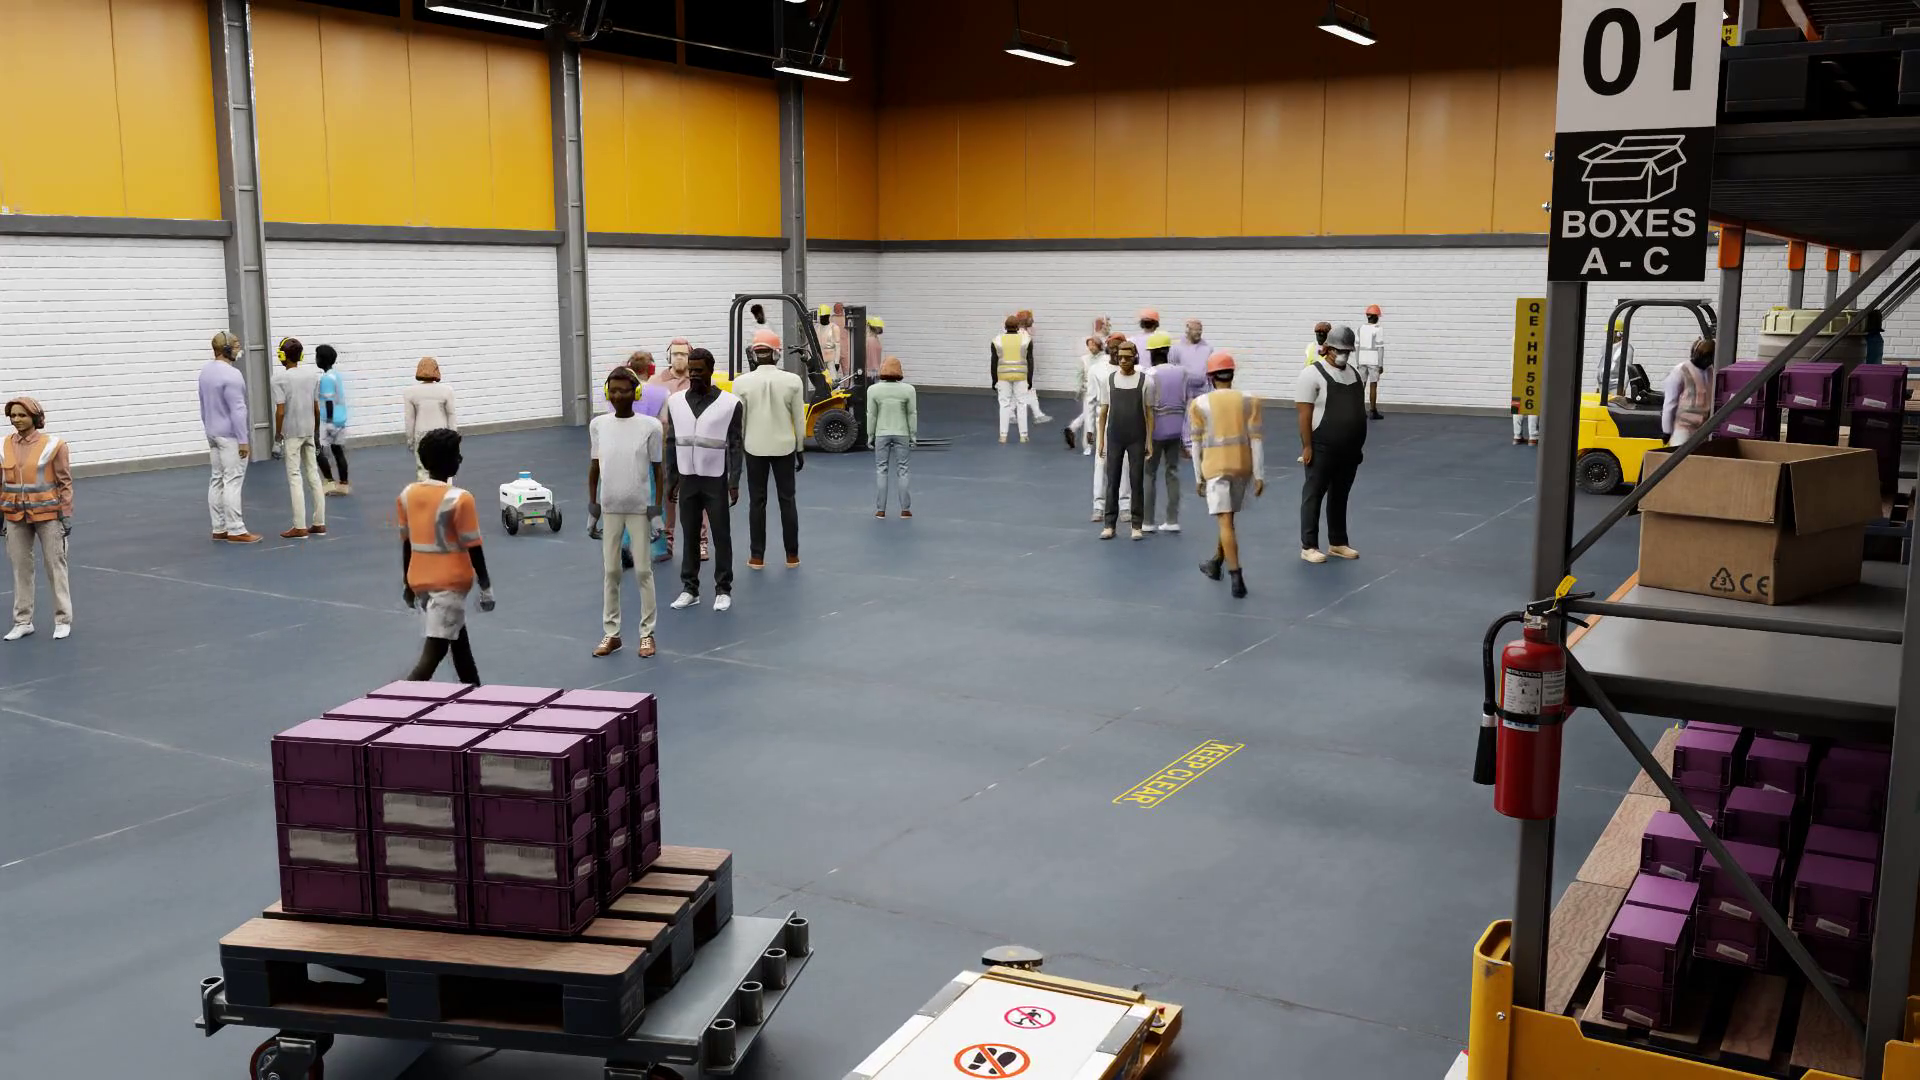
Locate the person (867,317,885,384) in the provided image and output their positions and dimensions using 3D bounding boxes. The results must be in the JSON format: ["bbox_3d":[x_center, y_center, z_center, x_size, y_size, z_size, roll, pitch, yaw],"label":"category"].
[{"bbox_3d":[-1.308,-2.783,27.314,0.812,1.730,0.555,1,9,9],"label":"person"}]

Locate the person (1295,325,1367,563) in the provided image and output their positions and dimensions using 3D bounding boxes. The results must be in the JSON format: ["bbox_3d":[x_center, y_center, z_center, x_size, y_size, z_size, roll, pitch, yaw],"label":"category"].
[{"bbox_3d":[3.219,-0.831,14.209,0.674,2.000,0.535,-5,11,-30],"label":"person"}]

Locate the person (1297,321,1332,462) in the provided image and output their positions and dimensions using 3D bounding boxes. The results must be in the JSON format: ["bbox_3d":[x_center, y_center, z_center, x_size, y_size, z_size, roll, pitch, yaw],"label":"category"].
[{"bbox_3d":[4.672,-1.901,21.515,0.622,1.842,0.429,9,13,44],"label":"person"}]

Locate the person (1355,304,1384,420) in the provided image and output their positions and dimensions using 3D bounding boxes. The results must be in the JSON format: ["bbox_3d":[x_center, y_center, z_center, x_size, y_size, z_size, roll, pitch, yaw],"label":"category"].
[{"bbox_3d":[6.921,-2.998,28.051,0.375,1.939,0.546,-8,12,-39],"label":"person"}]

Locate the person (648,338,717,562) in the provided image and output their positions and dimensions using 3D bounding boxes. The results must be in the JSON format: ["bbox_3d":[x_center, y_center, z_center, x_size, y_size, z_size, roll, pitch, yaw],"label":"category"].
[{"bbox_3d":[-2.378,-0.763,14.202,0.642,1.908,0.409,-1,9,-4],"label":"person"}]

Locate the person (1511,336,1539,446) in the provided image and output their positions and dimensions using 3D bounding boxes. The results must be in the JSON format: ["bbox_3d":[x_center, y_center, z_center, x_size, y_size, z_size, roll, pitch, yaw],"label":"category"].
[{"bbox_3d":[8.163,-2.312,23.771,0.354,1.937,0.635,-6,11,-33],"label":"person"}]

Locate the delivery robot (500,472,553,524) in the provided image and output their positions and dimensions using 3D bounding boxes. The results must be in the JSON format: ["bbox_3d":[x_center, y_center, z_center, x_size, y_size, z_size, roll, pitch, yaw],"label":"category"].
[{"bbox_3d":[-4.154,-0.409,15.904,0.477,0.478,0.707,-5,11,-30],"label":"delivery robot"}]

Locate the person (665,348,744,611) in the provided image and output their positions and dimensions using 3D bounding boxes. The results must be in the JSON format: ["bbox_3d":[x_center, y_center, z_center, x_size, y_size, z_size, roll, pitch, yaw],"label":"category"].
[{"bbox_3d":[-1.869,-0.445,12.176,0.593,1.920,0.391,2,9,12],"label":"person"}]

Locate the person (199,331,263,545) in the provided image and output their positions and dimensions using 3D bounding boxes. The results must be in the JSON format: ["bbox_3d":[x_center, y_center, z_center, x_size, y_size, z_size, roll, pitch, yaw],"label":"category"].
[{"bbox_3d":[-6.646,-0.921,15.087,0.632,1.938,0.359,8,12,40],"label":"person"}]

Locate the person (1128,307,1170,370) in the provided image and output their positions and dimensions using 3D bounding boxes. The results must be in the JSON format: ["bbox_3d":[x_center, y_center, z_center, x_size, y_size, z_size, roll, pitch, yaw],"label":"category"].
[{"bbox_3d":[2.432,-1.992,21.520,0.613,2.027,0.481,4,10,23],"label":"person"}]

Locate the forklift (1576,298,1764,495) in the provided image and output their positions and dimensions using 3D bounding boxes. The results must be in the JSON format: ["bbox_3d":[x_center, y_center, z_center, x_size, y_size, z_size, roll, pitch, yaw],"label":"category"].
[{"bbox_3d":[7.954,-1.589,18.462,2.313,2.155,1.214,5,11,30],"label":"forklift"}]

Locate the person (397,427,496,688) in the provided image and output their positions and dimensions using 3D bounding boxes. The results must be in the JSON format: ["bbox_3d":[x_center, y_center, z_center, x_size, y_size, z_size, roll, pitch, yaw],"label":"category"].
[{"bbox_3d":[-2.742,0.230,8.796,0.542,1.651,0.884,7,11,35],"label":"person"}]

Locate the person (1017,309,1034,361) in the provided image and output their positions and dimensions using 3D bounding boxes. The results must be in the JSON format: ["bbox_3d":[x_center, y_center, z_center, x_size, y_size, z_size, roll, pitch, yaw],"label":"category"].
[{"bbox_3d":[1.219,-3.601,32.356,0.525,1.769,0.313,7,11,37],"label":"person"}]

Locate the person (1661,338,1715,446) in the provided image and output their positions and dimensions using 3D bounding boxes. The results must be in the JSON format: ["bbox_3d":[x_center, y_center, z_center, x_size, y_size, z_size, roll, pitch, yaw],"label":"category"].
[{"bbox_3d":[7.365,-1.121,16.727,0.657,1.820,0.433,-4,10,-25],"label":"person"}]

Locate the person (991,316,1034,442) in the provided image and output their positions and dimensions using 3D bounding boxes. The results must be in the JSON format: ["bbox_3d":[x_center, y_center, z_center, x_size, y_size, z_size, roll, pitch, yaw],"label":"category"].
[{"bbox_3d":[0.760,-2.336,24.220,0.622,1.845,0.430,1,9,4],"label":"person"}]

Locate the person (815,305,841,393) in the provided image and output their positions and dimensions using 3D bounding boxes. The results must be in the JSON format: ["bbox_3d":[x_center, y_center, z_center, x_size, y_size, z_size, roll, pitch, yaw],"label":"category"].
[{"bbox_3d":[-2.355,-3.202,29.430,0.600,1.913,0.430,9,13,44],"label":"person"}]

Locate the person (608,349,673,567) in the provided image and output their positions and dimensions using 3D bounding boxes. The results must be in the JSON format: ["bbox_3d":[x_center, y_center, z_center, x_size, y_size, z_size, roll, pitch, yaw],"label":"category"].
[{"bbox_3d":[-2.668,-0.682,13.954,0.574,1.826,0.720,2,9,12],"label":"person"}]

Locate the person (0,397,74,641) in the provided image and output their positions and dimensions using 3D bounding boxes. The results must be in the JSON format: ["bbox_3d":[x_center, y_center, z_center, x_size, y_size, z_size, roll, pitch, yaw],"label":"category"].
[{"bbox_3d":[-6.214,-0.144,11.162,0.514,1.642,0.310,-1,9,-5],"label":"person"}]

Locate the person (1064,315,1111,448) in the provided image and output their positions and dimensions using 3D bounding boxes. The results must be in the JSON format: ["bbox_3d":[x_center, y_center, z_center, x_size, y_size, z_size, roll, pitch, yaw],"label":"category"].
[{"bbox_3d":[1.875,-2.167,23.034,0.764,1.886,0.648,-4,10,-21],"label":"person"}]

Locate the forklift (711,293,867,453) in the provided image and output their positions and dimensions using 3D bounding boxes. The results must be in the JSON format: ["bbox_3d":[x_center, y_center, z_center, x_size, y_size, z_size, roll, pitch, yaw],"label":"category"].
[{"bbox_3d":[-2.458,-2.344,23.176,2.313,2.155,1.214,0,9,-2],"label":"forklift"}]

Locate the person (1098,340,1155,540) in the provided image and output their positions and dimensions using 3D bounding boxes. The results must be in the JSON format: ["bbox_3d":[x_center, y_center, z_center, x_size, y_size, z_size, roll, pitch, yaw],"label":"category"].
[{"bbox_3d":[1.532,-0.914,15.332,0.516,1.843,0.327,2,9,13],"label":"person"}]

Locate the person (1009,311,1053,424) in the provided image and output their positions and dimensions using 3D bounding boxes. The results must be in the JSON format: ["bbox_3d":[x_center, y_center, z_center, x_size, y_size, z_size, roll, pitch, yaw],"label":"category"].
[{"bbox_3d":[1.143,-2.812,27.178,0.901,1.843,0.600,1,9,7],"label":"person"}]

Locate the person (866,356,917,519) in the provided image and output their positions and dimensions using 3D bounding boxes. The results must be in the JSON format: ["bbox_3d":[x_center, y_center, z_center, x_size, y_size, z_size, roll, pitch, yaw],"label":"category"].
[{"bbox_3d":[-0.683,-1.024,16.683,0.507,1.632,0.274,0,9,-2],"label":"person"}]

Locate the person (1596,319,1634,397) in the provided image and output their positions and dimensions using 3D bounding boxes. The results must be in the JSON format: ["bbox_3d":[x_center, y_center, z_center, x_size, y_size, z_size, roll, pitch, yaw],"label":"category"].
[{"bbox_3d":[9.074,-2.162,23.163,0.403,1.833,0.590,-3,10,-19],"label":"person"}]

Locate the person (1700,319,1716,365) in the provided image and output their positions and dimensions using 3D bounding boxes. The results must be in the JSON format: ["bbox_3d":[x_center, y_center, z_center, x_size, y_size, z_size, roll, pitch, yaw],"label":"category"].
[{"bbox_3d":[10.780,-2.252,23.809,0.592,1.814,0.569,-4,10,-25],"label":"person"}]

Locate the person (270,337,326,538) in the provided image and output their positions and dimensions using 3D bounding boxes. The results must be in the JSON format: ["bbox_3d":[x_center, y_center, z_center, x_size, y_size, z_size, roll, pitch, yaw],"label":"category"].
[{"bbox_3d":[-6.166,-0.945,15.448,0.332,1.872,0.514,5,11,30],"label":"person"}]

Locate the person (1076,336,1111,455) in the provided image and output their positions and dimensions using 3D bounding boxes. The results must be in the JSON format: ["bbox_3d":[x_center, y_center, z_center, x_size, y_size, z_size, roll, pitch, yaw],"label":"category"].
[{"bbox_3d":[1.840,-1.933,22.380,0.522,1.625,0.372,8,12,42],"label":"person"}]

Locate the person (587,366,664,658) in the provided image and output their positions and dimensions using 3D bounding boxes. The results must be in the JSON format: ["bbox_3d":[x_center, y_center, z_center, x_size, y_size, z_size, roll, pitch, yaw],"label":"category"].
[{"bbox_3d":[-2.145,-0.177,10.650,0.513,1.875,0.328,1,9,5],"label":"person"}]

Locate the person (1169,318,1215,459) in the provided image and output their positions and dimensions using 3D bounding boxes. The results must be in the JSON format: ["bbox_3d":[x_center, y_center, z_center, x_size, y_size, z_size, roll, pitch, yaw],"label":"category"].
[{"bbox_3d":[3.106,-2.055,22.400,0.638,1.879,0.863,-3,9,-15],"label":"person"}]

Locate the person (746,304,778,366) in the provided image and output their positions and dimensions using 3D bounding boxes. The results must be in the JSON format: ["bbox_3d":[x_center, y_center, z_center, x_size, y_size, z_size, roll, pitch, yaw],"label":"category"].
[{"bbox_3d":[-3.481,-3.261,29.755,0.780,1.925,0.409,-8,12,-43],"label":"person"}]

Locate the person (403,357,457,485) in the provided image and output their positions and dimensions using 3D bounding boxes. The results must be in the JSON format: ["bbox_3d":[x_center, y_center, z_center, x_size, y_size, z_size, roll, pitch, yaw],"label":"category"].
[{"bbox_3d":[-5.238,-0.995,16.498,0.498,1.634,0.280,-2,9,-11],"label":"person"}]

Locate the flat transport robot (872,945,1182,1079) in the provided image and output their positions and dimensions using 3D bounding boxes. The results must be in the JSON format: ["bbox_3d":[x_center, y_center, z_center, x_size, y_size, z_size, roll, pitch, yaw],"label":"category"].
[{"bbox_3d":[0.118,1.557,4.807,0.652,0.197,1.431,4,10,24],"label":"flat transport robot"}]

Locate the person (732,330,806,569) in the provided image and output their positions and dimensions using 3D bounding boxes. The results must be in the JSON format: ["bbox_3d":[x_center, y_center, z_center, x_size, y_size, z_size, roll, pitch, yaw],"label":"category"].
[{"bbox_3d":[-1.587,-0.747,13.846,0.609,1.988,0.392,-2,9,-10],"label":"person"}]

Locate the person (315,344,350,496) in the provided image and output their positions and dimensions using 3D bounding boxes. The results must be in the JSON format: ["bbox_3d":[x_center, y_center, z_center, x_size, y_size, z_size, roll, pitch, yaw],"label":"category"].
[{"bbox_3d":[-6.975,-1.302,18.266,0.471,1.684,0.544,-1,9,-7],"label":"person"}]

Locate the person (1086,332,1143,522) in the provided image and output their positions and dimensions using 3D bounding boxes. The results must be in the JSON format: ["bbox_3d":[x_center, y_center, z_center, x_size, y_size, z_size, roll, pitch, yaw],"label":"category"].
[{"bbox_3d":[1.535,-1.116,16.471,0.585,1.882,0.337,0,9,2],"label":"person"}]

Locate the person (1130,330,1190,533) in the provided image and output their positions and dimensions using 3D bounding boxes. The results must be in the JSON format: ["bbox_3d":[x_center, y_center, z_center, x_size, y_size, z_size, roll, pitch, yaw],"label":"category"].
[{"bbox_3d":[1.897,-1.018,15.739,0.604,1.919,0.417,-5,10,-28],"label":"person"}]

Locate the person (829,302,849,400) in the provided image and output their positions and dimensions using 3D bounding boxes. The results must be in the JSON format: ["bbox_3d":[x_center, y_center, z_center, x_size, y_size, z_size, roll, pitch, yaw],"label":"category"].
[{"bbox_3d":[-2.343,-3.675,32.377,0.642,1.910,0.401,0,9,2],"label":"person"}]

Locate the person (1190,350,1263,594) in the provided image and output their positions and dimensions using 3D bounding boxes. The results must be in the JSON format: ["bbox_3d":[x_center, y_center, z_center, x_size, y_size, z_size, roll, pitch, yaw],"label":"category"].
[{"bbox_3d":[2.080,-0.532,12.963,0.540,1.865,1.023,-1,9,-7],"label":"person"}]
